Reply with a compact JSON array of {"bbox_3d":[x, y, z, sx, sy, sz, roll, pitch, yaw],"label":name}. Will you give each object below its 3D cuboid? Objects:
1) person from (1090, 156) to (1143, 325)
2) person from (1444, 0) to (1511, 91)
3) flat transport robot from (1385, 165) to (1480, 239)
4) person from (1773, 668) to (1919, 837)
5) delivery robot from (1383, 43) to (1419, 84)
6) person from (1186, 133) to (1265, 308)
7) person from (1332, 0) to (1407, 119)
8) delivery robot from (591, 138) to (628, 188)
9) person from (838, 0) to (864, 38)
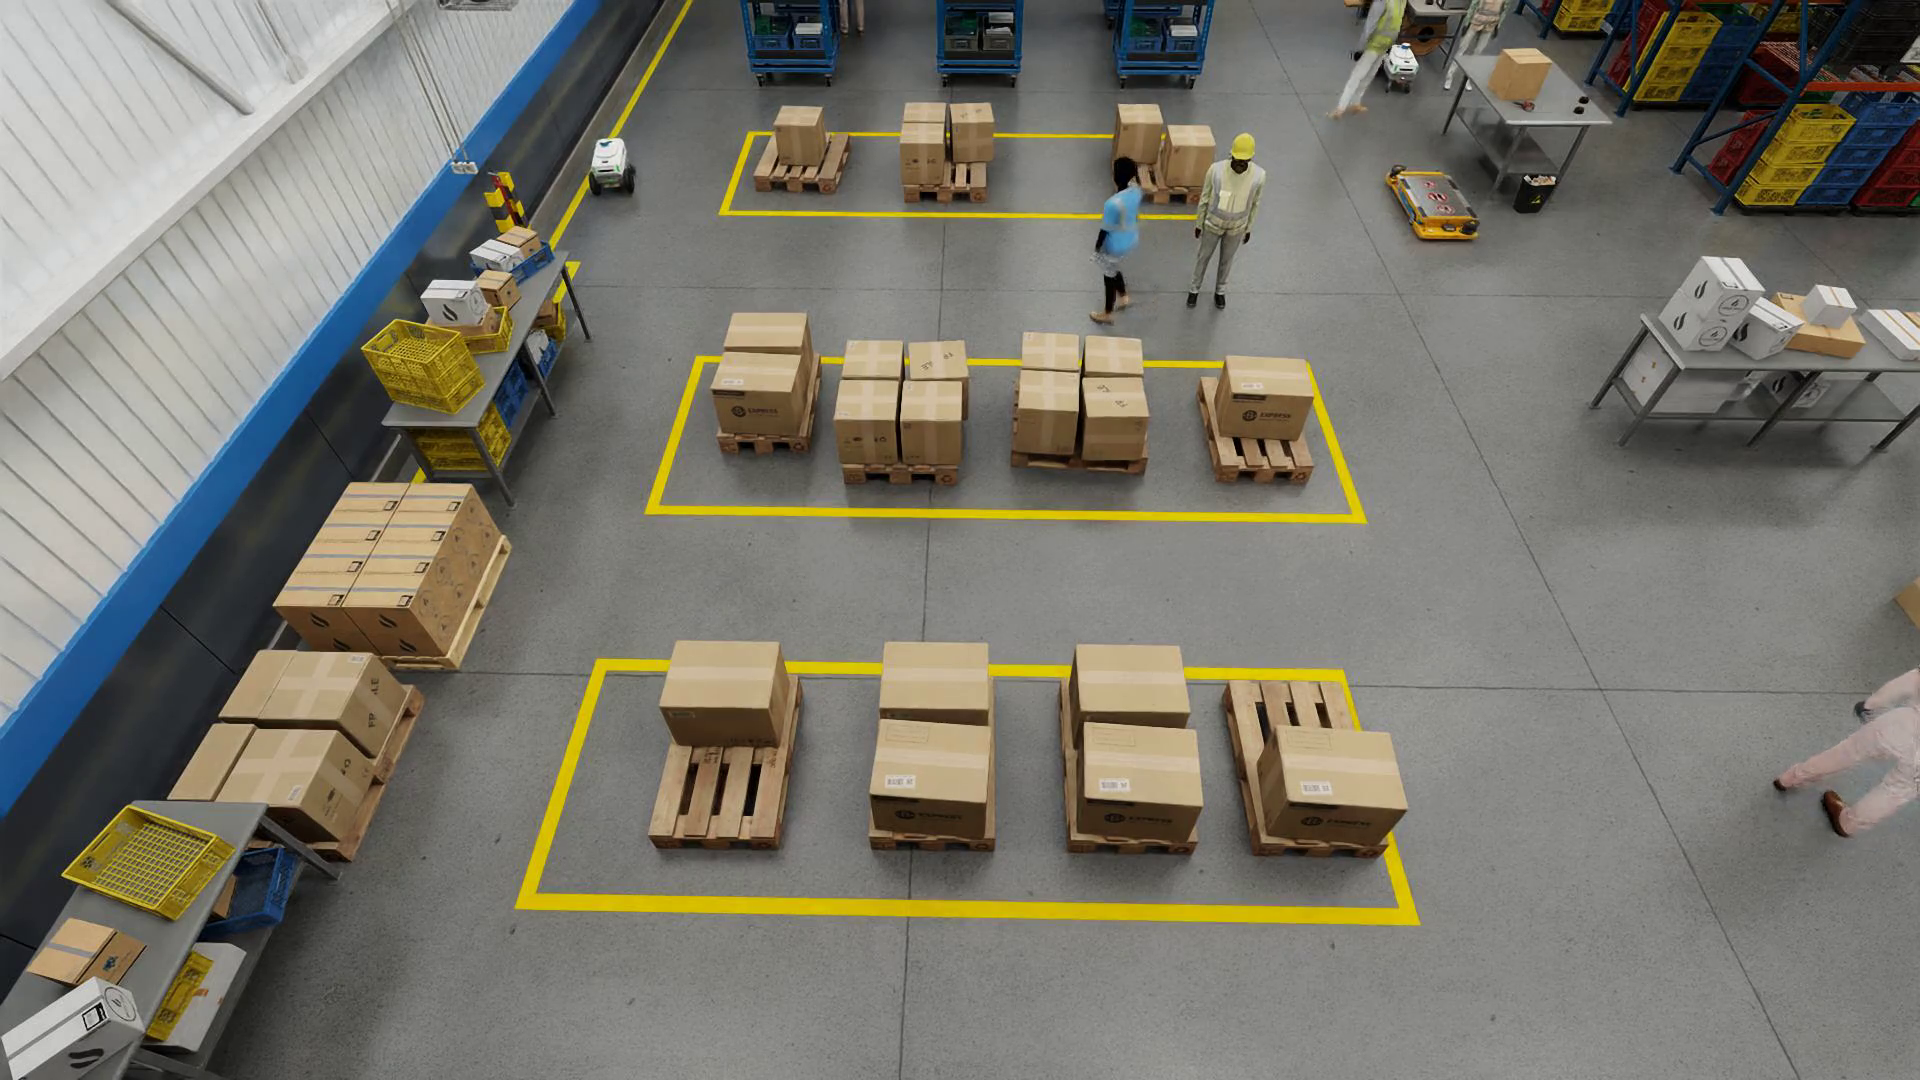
[{"bbox_3d":[1.552,-2.950,9.146,0.391,1.663,0.618,29,55,23],"label":"person"},{"bbox_3d":[7.294,-7.179,12.830,0.513,1.639,0.307,6,49,5],"label":"person"},{"bbox_3d":[5.692,-4.094,11.059,0.652,0.197,1.431,1,49,1],"label":"flat transport robot"},{"bbox_3d":[5.768,1.182,5.438,0.403,1.886,0.718,-26,54,-21],"label":"person"},{"bbox_3d":[6.373,-6.919,13.258,0.477,0.478,0.707,4,49,4],"label":"delivery robot"},{"bbox_3d":[2.674,-3.191,9.251,0.590,1.833,0.404,5,49,4],"label":"person"},{"bbox_3d":[5.519,-6.560,12.194,0.760,1.813,0.432,-31,56,-24],"label":"person"},{"bbox_3d":[-4.346,-4.714,11.349,0.477,0.478,0.707,-7,50,-6],"label":"delivery robot"},{"bbox_3d":[-1.707,-8.777,13.993,0.630,1.980,0.412,-19,52,-16],"label":"person"}]
